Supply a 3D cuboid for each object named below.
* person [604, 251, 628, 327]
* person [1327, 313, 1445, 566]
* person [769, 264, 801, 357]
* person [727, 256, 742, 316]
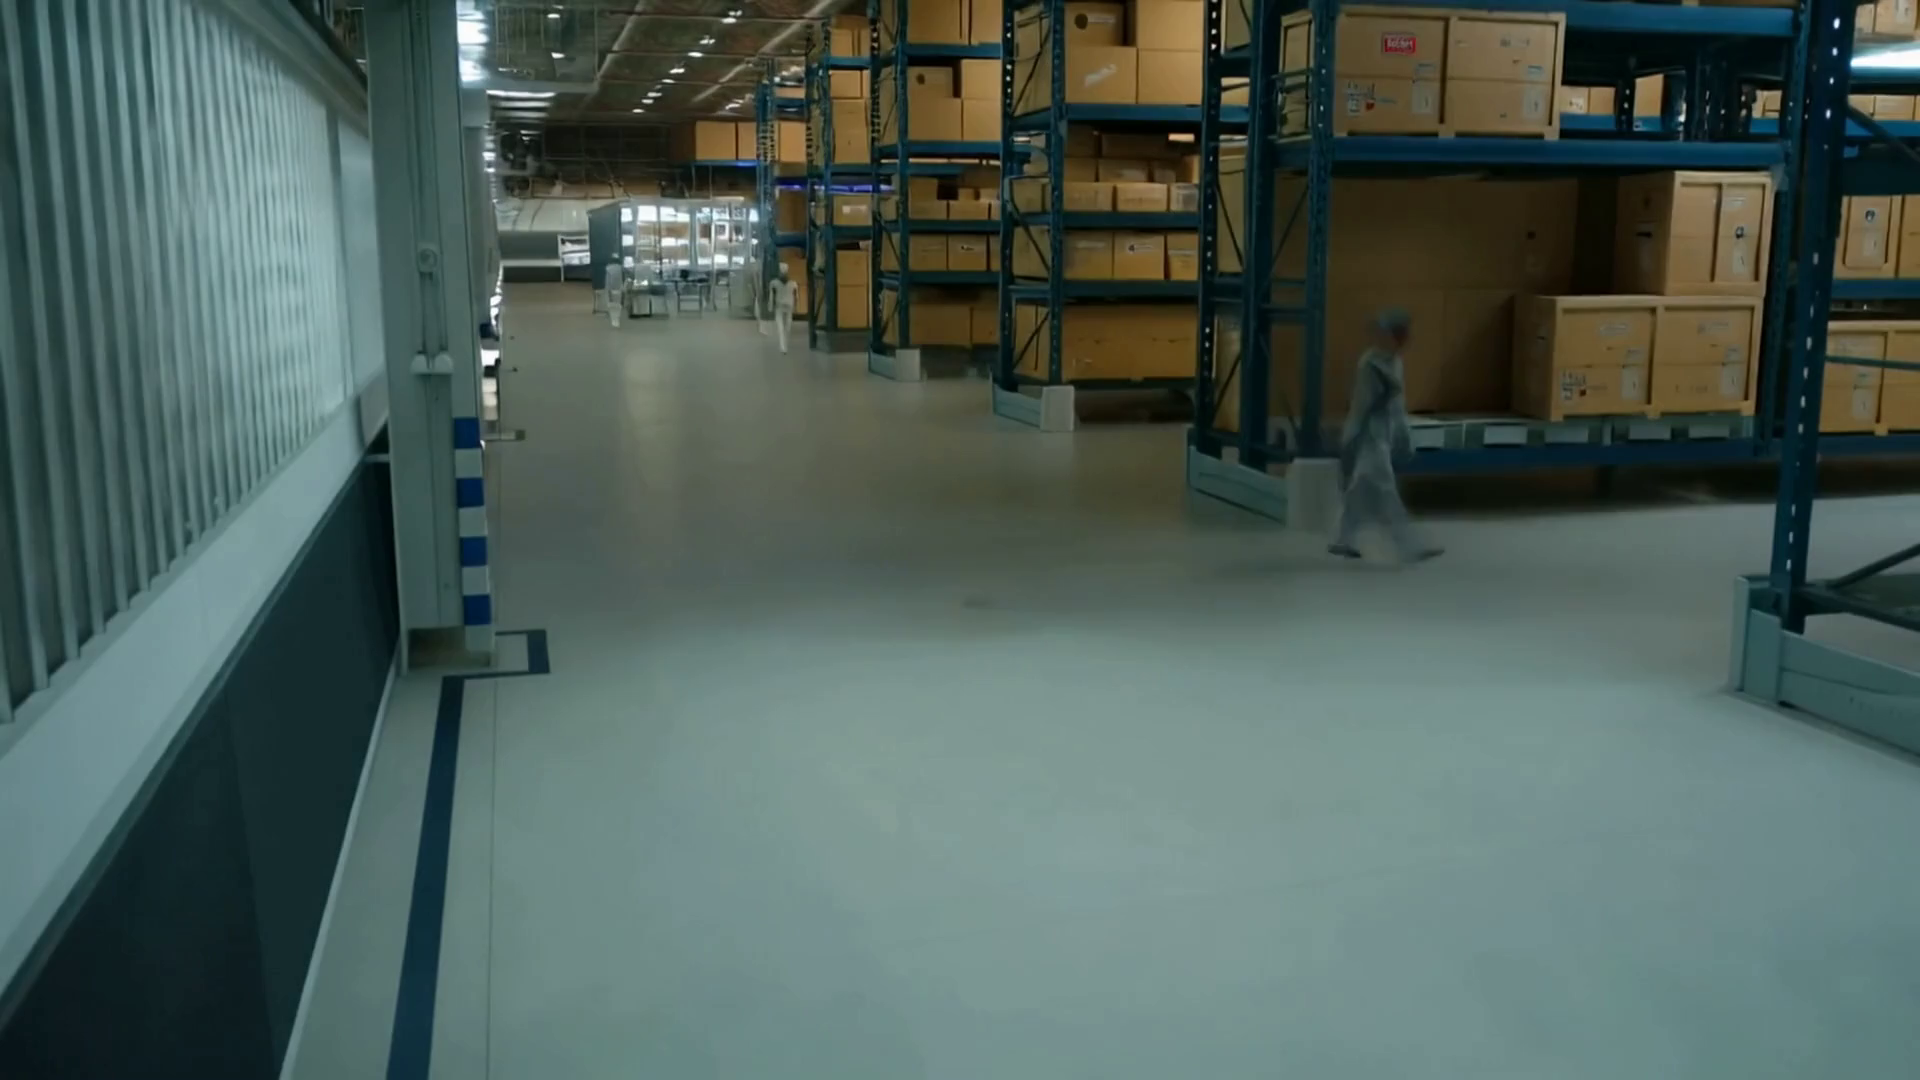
[{"bbox_3d":[-8.687,-6.337,42.068,0.568,1.882,0.988,-1,10,-8],"label":"person"},{"bbox_3d":[2.732,-0.628,10.538,0.865,1.589,0.527,7,12,35],"label":"person"},{"bbox_3d":[-3.247,-4.261,30.831,0.576,1.708,0.884,-3,10,-14],"label":"person"},{"bbox_3d":[-6.518,-7.325,48.106,0.485,1.735,0.346,5,11,26],"label":"person"}]
